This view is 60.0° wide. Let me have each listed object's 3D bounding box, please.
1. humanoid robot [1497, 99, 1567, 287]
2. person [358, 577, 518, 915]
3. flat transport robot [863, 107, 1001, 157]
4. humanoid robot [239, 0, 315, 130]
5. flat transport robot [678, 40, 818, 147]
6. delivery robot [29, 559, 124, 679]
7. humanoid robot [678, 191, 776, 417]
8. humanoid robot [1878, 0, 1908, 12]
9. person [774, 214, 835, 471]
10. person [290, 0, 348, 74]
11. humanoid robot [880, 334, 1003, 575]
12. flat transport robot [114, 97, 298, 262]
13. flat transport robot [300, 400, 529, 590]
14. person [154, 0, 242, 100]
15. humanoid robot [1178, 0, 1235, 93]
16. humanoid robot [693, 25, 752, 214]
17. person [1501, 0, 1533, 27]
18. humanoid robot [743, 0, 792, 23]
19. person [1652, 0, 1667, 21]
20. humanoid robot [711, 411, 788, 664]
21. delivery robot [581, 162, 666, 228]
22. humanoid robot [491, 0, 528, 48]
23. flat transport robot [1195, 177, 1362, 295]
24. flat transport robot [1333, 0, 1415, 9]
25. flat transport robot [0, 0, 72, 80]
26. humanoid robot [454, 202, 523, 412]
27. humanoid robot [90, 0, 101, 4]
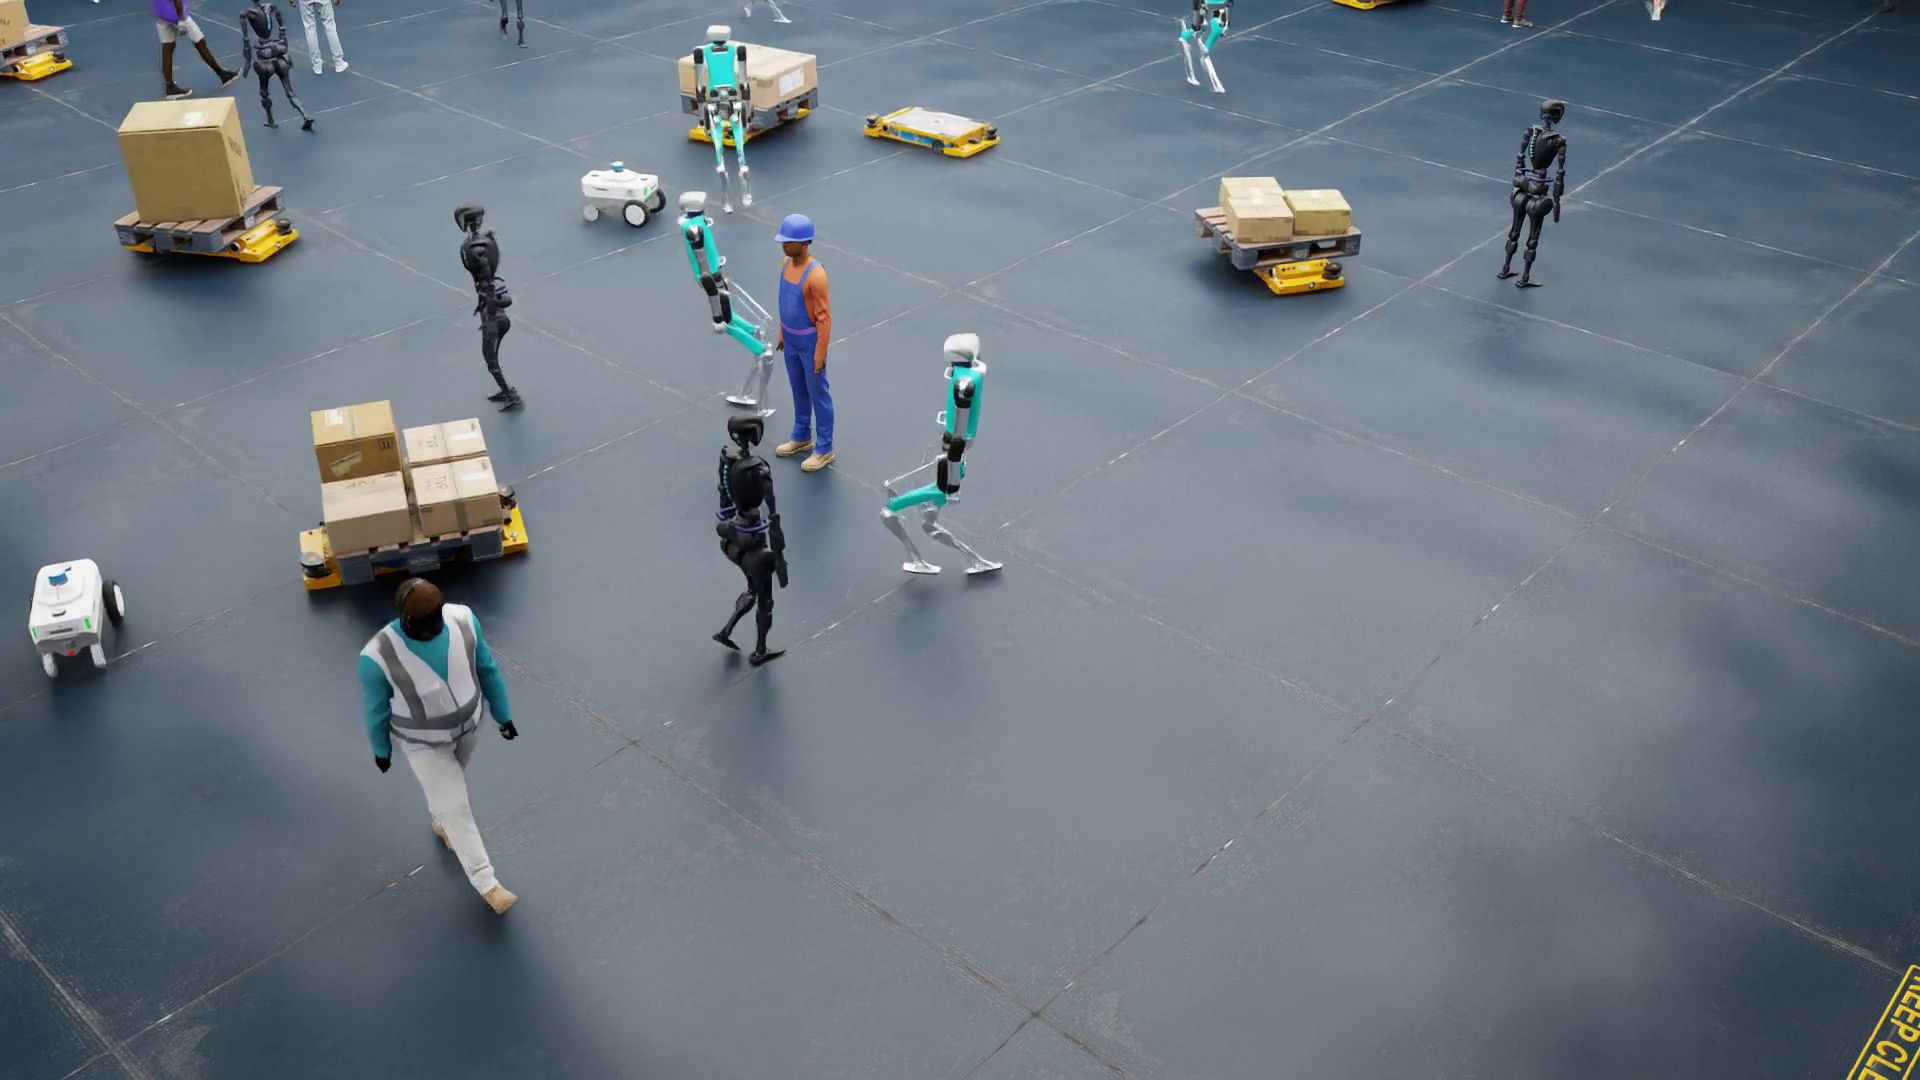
[{"bbox_3d":[5.111,-3.098,14.799,0.315,1.653,0.599,-13,34,-20],"label":"humanoid robot"},{"bbox_3d":[-2.497,0.959,8.174,0.967,1.781,0.646,24,39,33],"label":"person"},{"bbox_3d":[-0.317,-4.545,18.472,1.431,0.231,0.659,21,38,30],"label":"flat transport robot"},{"bbox_3d":[-7.654,-5.367,18.495,0.722,1.642,0.600,19,36,27],"label":"humanoid robot"},{"bbox_3d":[-2.385,-4.790,18.867,0.659,0.231,1.431,17,36,26],"label":"flat transport robot"},{"bbox_3d":[-5.455,0.437,10.193,0.499,0.609,0.807,-11,34,-18],"label":"delivery robot"},{"bbox_3d":[-1.683,-1.781,12.661,0.811,1.803,0.567,-6,32,-9],"label":"humanoid robot"},{"bbox_3d":[13.167,-8.180,23.019,0.749,1.623,0.613,-14,35,-22],"label":"humanoid robot"},{"bbox_3d":[-1.117,-1.417,11.883,0.363,1.910,0.515,-25,40,-34],"label":"person"},{"bbox_3d":[-7.929,-6.696,20.376,0.596,1.916,0.371,-8,33,-12],"label":"person"},{"bbox_3d":[-0.165,-0.463,10.524,0.910,1.769,0.544,2,32,4],"label":"humanoid robot"},{"bbox_3d":[-7.134,-2.890,15.807,1.431,0.231,0.659,7,33,11],"label":"flat transport robot"},{"bbox_3d":[-3.665,-0.005,11.163,1.431,0.231,0.659,-11,34,-18],"label":"flat transport robot"},{"bbox_3d":[-9.182,-6.247,19.655,0.609,1.908,0.992,19,37,28],"label":"person"},{"bbox_3d":[2.900,-6.152,19.655,0.545,1.729,0.975,-13,34,-20],"label":"humanoid robot"},{"bbox_3d":[-2.291,-4.078,16.329,0.536,1.773,0.752,-6,32,-9],"label":"humanoid robot"},{"bbox_3d":[7.612,-7.827,22.303,0.380,1.806,0.547,-12,34,-19],"label":"person"},{"bbox_3d":[-2.675,-7.883,22.497,0.896,1.809,0.554,10,33,15],"label":"humanoid robot"},{"bbox_3d":[9.727,-8.086,22.676,0.521,1.853,0.702,7,33,12],"label":"person"},{"bbox_3d":[-1.275,0.016,9.791,0.414,1.639,0.616,-25,39,-34],"label":"humanoid robot"},{"bbox_3d":[-3.320,-3.410,16.392,0.811,0.613,0.499,7,33,11],"label":"delivery robot"},{"bbox_3d":[-5.809,-7.206,21.430,0.598,1.647,0.442,-16,35,-24],"label":"humanoid robot"},{"bbox_3d":[2.926,-2.658,15.434,0.659,0.231,1.431,-10,33,-15],"label":"flat transport robot"},{"bbox_3d":[6.035,-7.836,23.772,1.431,0.231,0.659,-20,37,-29],"label":"flat transport robot"},{"bbox_3d":[-11.930,-5.982,20.786,1.431,0.231,0.659,10,33,15],"label":"flat transport robot"},{"bbox_3d":[-3.582,-1.771,12.675,0.311,1.659,0.610,-13,34,-20],"label":"humanoid robot"},{"bbox_3d":[-12.575,-8.491,23.455,0.551,1.782,0.878,-24,39,-34],"label":"humanoid robot"}]
